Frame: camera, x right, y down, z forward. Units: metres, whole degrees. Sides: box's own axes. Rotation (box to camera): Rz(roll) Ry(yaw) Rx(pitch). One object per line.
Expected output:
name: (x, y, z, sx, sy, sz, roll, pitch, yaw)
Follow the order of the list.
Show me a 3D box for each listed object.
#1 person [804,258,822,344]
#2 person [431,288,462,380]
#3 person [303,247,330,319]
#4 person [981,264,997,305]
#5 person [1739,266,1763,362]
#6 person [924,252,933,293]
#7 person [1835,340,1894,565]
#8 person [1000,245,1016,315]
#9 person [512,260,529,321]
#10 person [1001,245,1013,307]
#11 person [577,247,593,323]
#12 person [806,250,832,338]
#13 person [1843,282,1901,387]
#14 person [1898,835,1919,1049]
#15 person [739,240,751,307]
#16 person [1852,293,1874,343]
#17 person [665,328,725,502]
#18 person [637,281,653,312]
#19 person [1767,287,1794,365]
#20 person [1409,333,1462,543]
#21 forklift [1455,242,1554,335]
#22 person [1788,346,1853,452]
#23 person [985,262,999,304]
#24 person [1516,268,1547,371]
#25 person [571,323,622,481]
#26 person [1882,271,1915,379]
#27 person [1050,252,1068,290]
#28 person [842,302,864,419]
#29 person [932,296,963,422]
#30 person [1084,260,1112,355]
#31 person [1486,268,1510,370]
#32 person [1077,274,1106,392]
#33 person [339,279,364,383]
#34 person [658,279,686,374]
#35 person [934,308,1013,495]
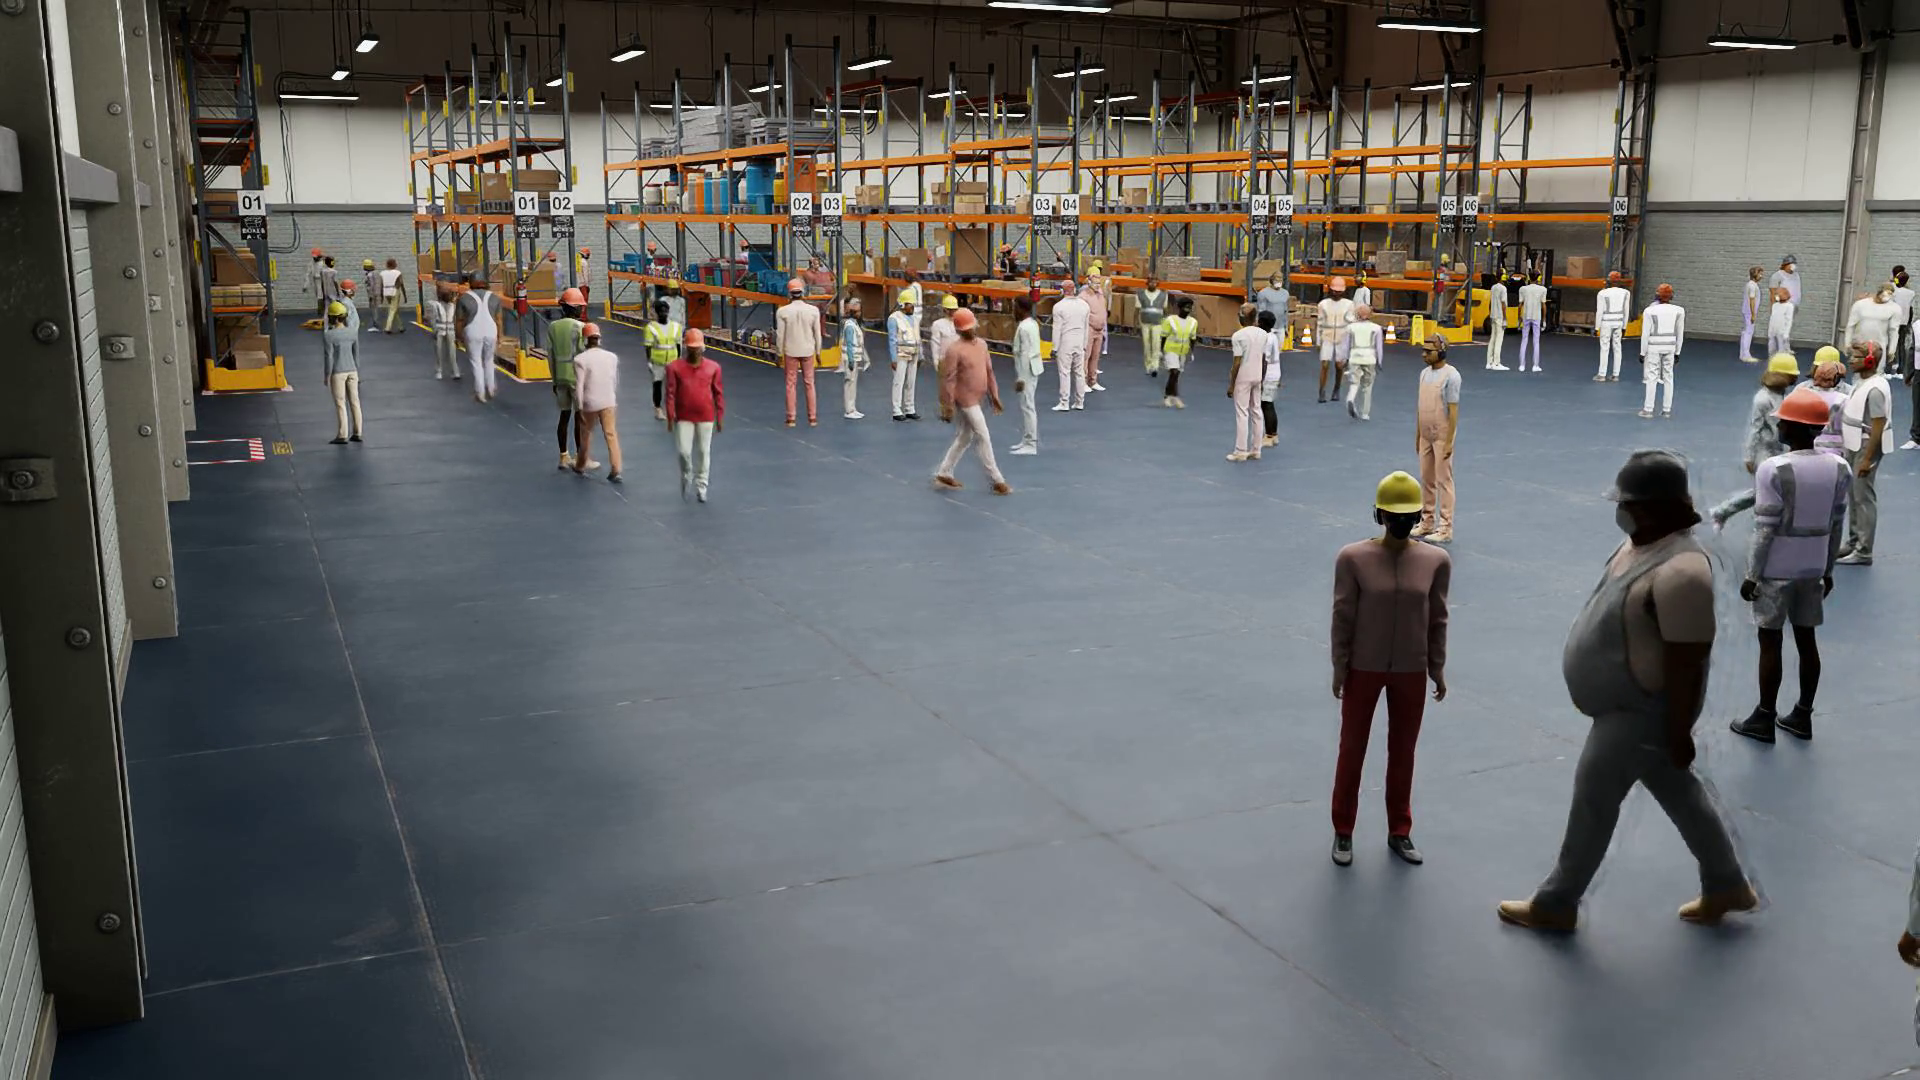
person: (-3.212, -5.254, 36.609, 0.402, 1.901, 0.647, 0, 11, 2)
person: (-8.906, -3.557, 28.792, 0.529, 1.579, 0.877, -8, 14, -35)
person: (-16.470, -6.488, 42.635, 0.682, 2.005, 0.894, 5, 12, 25)
person: (0.827, -7.888, 50.456, 0.935, 1.716, 0.531, 9, 15, 40)
person: (15.339, -4.368, 32.229, 0.345, 1.845, 0.508, 3, 12, 16)
person: (-0.974, -7.484, 48.348, 0.394, 1.738, 0.576, 1, 11, 7)
person: (7.417, -0.709, 13.631, 0.391, 1.846, 0.564, 4, 12, 18)
person: (1.235, -6.857, 44.431, 0.407, 2.029, 0.608, 7, 13, 33)
person: (-11.755, -6.727, 44.415, 0.524, 1.769, 0.326, -8, 13, -34)
person: (1.414, -7.919, 50.071, 0.373, 1.925, 0.590, 1, 11, 5)
person: (-9.844, -6.693, 43.703, 0.406, 1.987, 0.612, -5, 12, -24)
person: (-3.194, -5.652, 38.254, 0.536, 2.000, 0.677, 8, 14, 35)
person: (13.117, -2.765, 23.946, 0.682, 1.900, 0.424, 8, 14, 35)
person: (2.970, 1.111, 4.676, 0.519, 1.724, 0.548, -2, 11, -10)
person: (-6.667, -8.212, 51.314, 0.489, 2.043, 0.628, 4, 12, 20)
person: (14.031, -3.009, 25.844, 0.311, 1.642, 0.512, 10, 15, 42)
person: (-2.633, -1.240, 16.580, 0.586, 1.739, 0.372, -3, 11, -14)
person: (-8.836, -7.065, 46.494, 0.355, 1.619, 0.506, 6, 13, 29)
person: (13.964, -3.500, 28.384, 0.302, 1.627, 0.507, -3, 11, -13)
person: (4.176, -0.898, 14.618, 0.340, 1.838, 0.505, -5, 12, -22)
forklift: (13.047, -6.049, 39.881, 2.313, 2.155, 1.214, -5, 12, -23)
person: (7.421, -0.803, 14.372, 0.492, 1.741, 0.319, 6, 13, 29)
person: (0.846, -8.005, 50.738, 0.647, 1.834, 0.820, 2, 11, 10)
person: (10.433, -4.008, 30.337, 0.531, 1.870, 0.318, 6, 13, 27)
person: (-3.932, -1.493, 18.003, 0.553, 1.705, 0.937, -8, 14, -36)
person: (16.311, -3.732, 28.959, 0.497, 1.866, 0.339, -1, 11, -5)
person: (2.843, -7.339, 47.570, 0.564, 1.747, 0.339, -2, 11, -9)
person: (-1.512, -2.523, 23.402, 0.312, 1.631, 0.508, 1, 11, 5)
person: (-0.106, -2.471, 22.842, 0.548, 1.730, 0.827, -3, 12, -17)
person: (2.792, -4.719, 33.824, 0.585, 1.919, 0.382, -2, 11, -9)
person: (9.943, -4.069, 30.655, 0.312, 1.865, 0.536, -2, 11, -11)
person: (2.150, -3.346, 26.899, 0.406, 1.902, 0.637, 9, 14, 39)
person: (-10.345, -3.542, 28.249, 0.319, 1.755, 0.572, -4, 12, -21)
person: (-5.059, -3.733, 29.292, 0.508, 1.728, 0.389, -6, 13, -27)
person: (0.110, -1.422, 17.079, 0.936, 1.919, 0.606, 5, 12, 25)
